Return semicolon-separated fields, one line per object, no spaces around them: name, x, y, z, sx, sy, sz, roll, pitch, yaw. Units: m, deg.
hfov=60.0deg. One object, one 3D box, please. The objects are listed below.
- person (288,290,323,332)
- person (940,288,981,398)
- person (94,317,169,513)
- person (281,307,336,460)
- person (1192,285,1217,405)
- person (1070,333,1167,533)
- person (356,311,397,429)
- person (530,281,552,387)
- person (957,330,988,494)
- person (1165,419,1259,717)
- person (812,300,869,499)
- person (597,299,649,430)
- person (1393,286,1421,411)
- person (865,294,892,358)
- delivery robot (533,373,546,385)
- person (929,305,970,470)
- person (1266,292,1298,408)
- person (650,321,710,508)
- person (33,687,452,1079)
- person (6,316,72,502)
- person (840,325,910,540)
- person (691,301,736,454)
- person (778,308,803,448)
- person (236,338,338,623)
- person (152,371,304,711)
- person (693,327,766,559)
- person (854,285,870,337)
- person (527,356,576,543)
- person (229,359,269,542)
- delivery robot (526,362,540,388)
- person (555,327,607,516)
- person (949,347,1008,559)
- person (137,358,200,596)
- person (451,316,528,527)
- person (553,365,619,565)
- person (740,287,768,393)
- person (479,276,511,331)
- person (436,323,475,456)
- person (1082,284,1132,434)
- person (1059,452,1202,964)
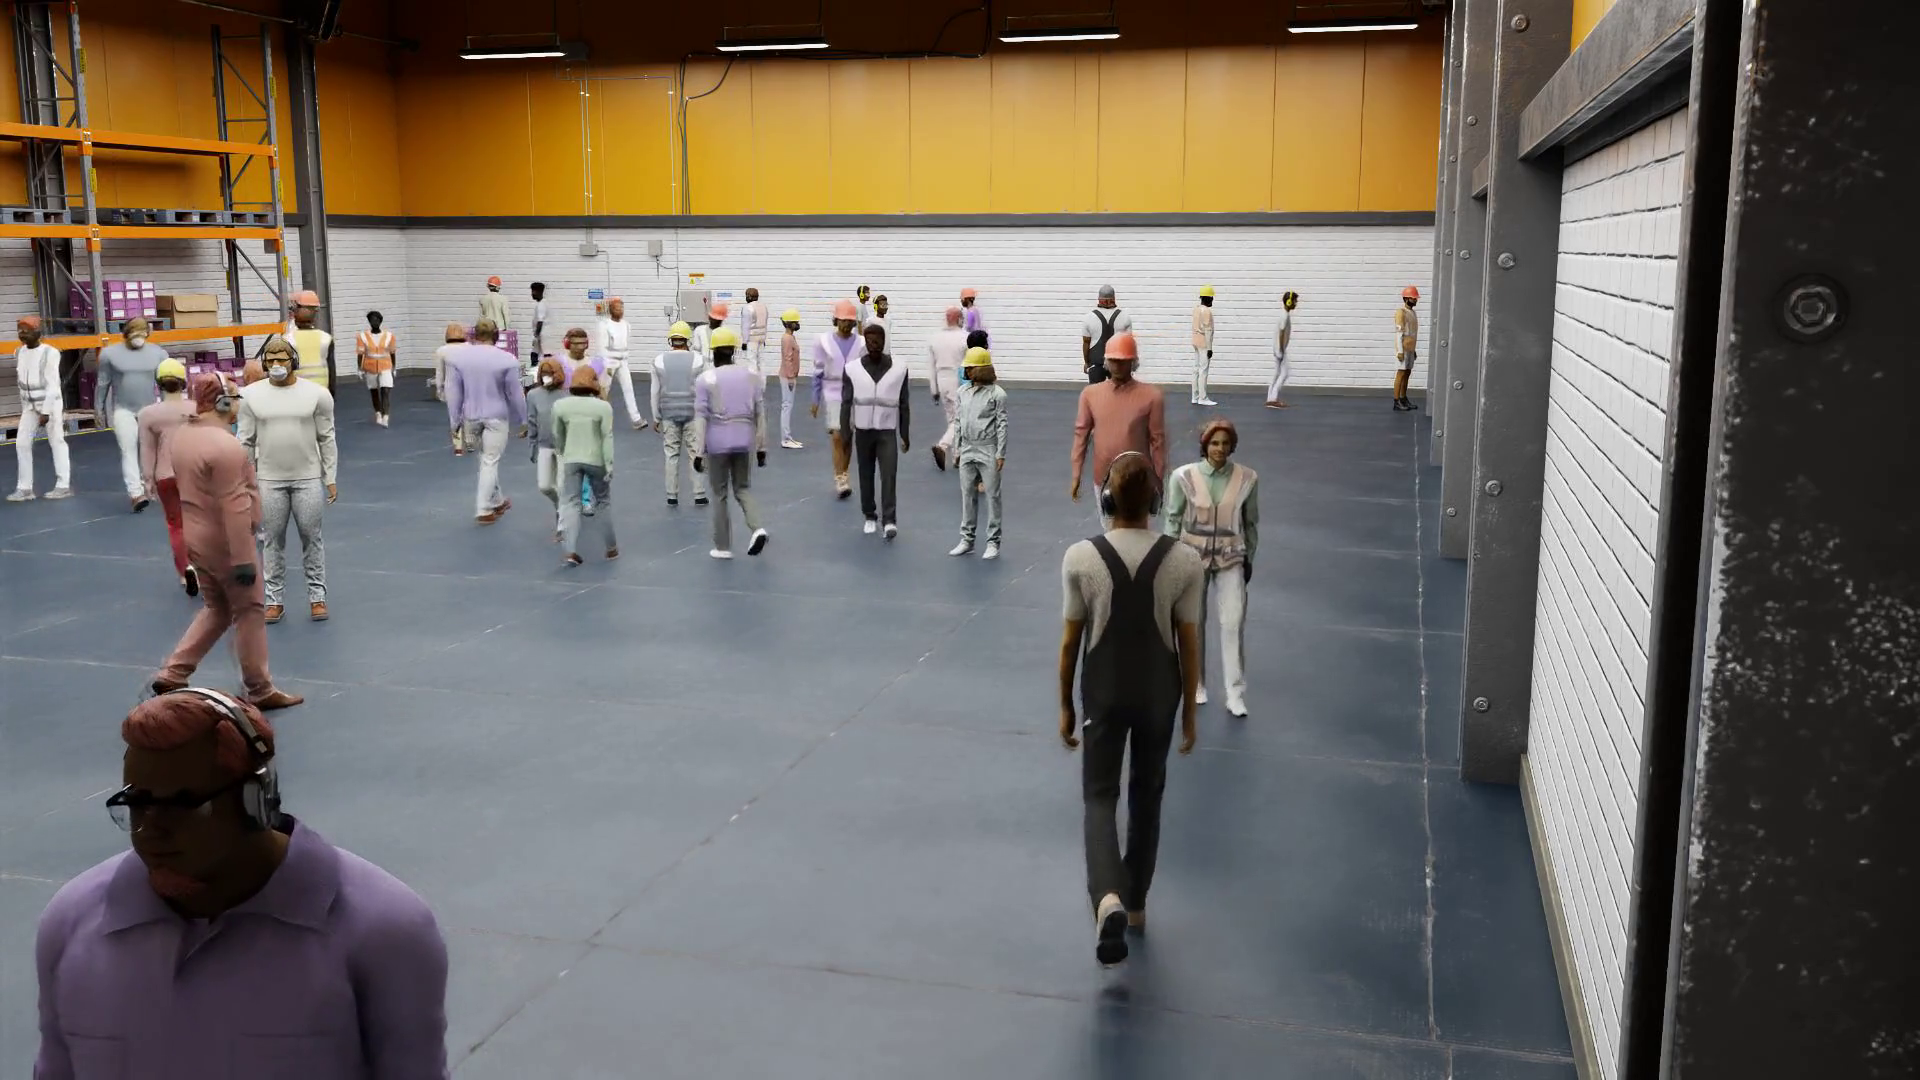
person;-8.132;-2.058;20.472;0.668;2.017;0.649;-8;13;-39
person;0.092;-3.112;26.806;0.985;1.883;0.549;2;10;9
person;-7.971;-1.211;16.080;0.687;1.869;1.010;-7;12;-33
person;-7.712;-1.833;19.718;0.621;1.832;0.545;-6;11;-29
person;3.938;-3.138;26.840;0.367;1.927;0.584;-3;10;-14
person;1.051;-0.422;11.372;0.618;1.956;0.981;5;11;24
person;-8.266;-2.426;23.596;0.536;1.654;0.889;-3;10;-17
person;-7.519;-3.718;30.140;0.926;1.932;0.605;-3;10;-17
person;0.178;-1.320;17.202;0.316;1.696;0.540;-6;12;-32
person;1.376;0.159;9.054;0.527;1.609;0.747;0;10;2
person;-1.144;-1.418;16.892;0.634;1.995;1.001;-3;10;-14
person;-4.790;-2.441;23.197;1.035;1.831;0.578;9;13;40
person;6.988;-2.987;25.956;0.357;1.937;0.550;8;13;38
person;-1.130;-2.550;23.667;0.327;1.874;0.519;8;13;40
delivery robot;-6.843;-2.726;28.126;0.707;0.478;0.477;0;10;3
person;-0.079;-1.732;18.984;0.653;1.883;0.788;8;13;39
person;5.101;-3.008;26.354;0.433;1.847;0.570;0;10;1
person;-2.711;-1.223;16.272;0.601;1.827;0.403;0;10;-1
person;-1.122;1.154;2.597;0.652;1.906;0.403;0;10;1
person;-9.259;-1.298;16.613;0.573;1.853;0.780;3;10;16
person;-0.739;-0.936;14.541;0.621;1.866;0.996;-1;10;-3
person;-3.057;-2.027;20.642;0.634;1.893;0.649;2;10;11
person;-2.147;-2.050;21.135;0.317;1.769;0.523;-1;10;-4
person;-4.563;-0.401;11.311;0.638;1.938;0.357;-3;10;-17
person;-4.020;0.035;8.982;0.658;1.895;0.678;10;14;43
person;-1.851;-0.772;13.511;0.628;1.905;0.589;-7;12;-36
person;-1.714;-3.576;29.493;0.313;1.869;0.558;0;10;2
person;-3.500;-0.801;14.500;0.501;1.616;0.509;1;10;8
person;-5.922;-0.729;14.110;0.525;1.604;0.800;-3;11;-18
delivery robot;-7.245;-2.824;28.682;0.477;0.478;0.707;6;12;31
person;-3.715;-1.168;16.099;0.570;1.794;0.982;-6;12;-32
person;0.156;-0.712;13.632;0.487;1.741;0.313;6;12;32
person;-5.738;-0.466;12.241;0.528;1.742;0.791;-3;10;-17
person;-4.310;-1.115;15.444;0.663;1.897;0.939;2;10;12
person;-3.034;-0.602;13.391;0.516;1.612;0.574;0;10;2
person;-3.597;-3.465;28.939;0.429;1.841;0.633;6;12;29
person;-8.743;-3.968;31.351;0.619;1.994;0.376;2;10;13
person;-6.179;-1.860;20.479;0.520;1.611;0.625;-3;10;-17
person;1.998;-2.468;22.727;0.683;2.000;0.538;0;10;1
person;0.607;0.601;5.956;0.504;1.829;0.754;1;10;3
